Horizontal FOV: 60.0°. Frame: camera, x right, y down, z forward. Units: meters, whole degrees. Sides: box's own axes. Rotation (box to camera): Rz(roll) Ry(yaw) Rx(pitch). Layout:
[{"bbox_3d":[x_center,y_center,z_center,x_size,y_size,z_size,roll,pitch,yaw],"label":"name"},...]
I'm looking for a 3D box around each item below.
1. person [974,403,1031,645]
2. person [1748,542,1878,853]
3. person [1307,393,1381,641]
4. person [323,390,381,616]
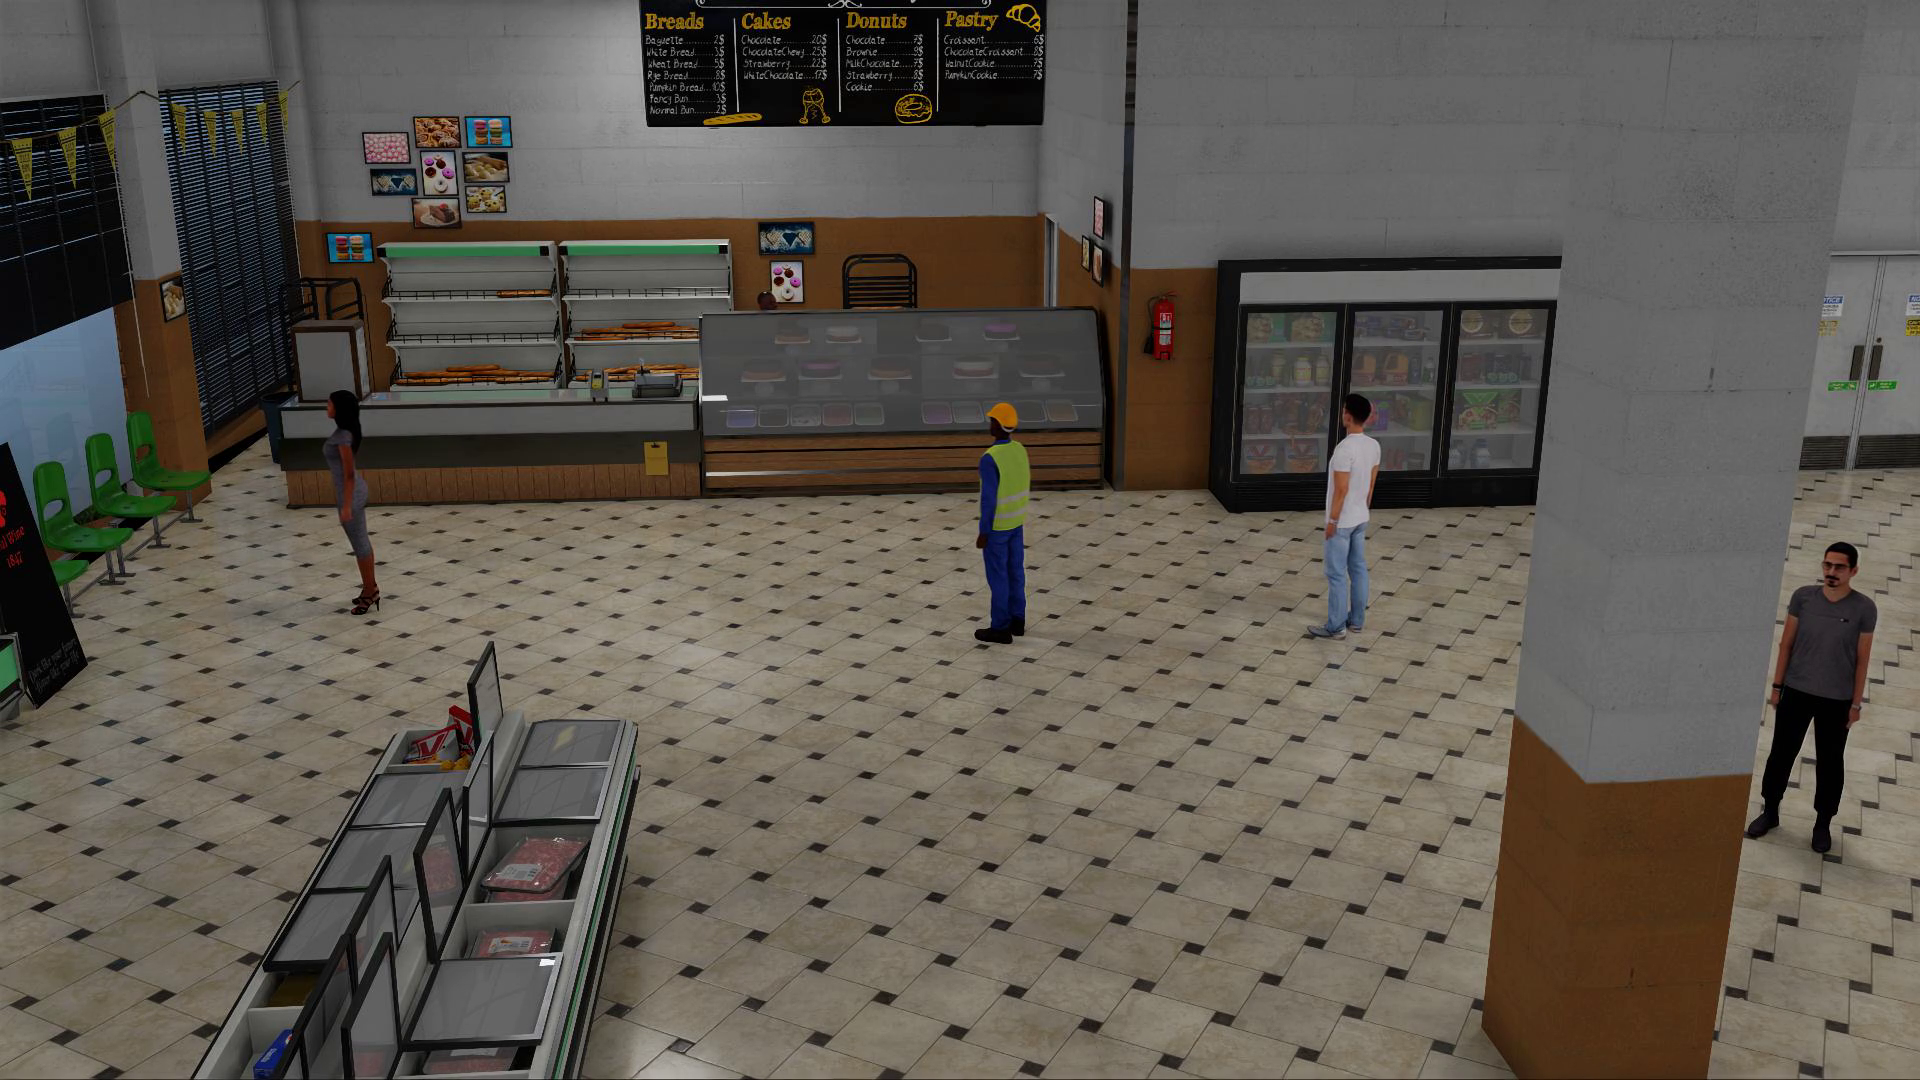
[{"bbox_3d":[0.313,-0.131,12.414,0.806,1.812,0.737,13,21,36],"label":"person"},{"bbox_3d":[4.794,0.847,9.291,0.697,1.755,0.745,12,21,34],"label":"person"},{"bbox_3d":[2.907,-0.177,12.474,0.753,1.865,0.775,-15,22,-40],"label":"person"},{"bbox_3d":[-4.746,-0.301,13.025,0.659,1.781,0.492,-4,17,-11],"label":"person"}]
